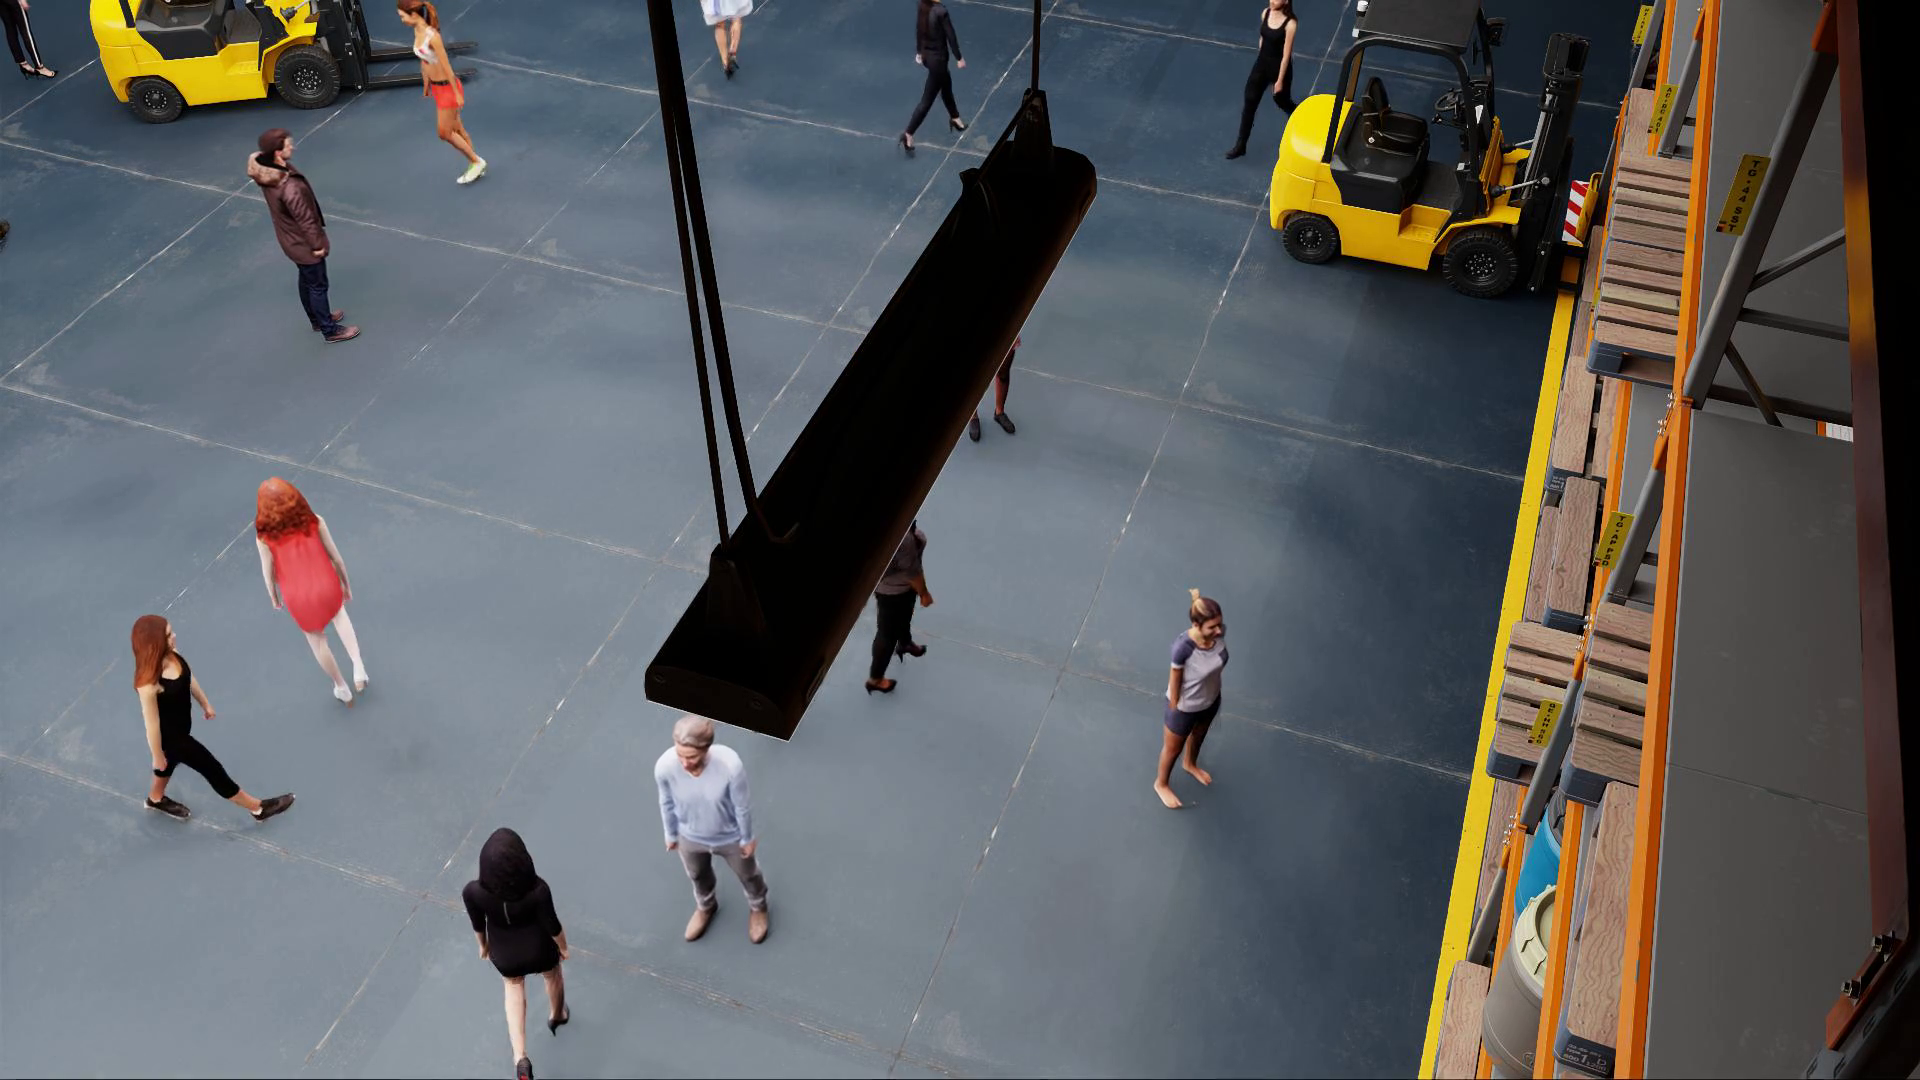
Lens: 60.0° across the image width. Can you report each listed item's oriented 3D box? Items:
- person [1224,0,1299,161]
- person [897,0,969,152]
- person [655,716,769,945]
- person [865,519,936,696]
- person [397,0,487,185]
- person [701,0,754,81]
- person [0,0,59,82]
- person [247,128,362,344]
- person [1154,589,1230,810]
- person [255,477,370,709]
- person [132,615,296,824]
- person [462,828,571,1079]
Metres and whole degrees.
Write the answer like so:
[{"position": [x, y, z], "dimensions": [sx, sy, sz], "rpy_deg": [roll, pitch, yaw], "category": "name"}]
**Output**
[{"position": [2.956, -4.337, 15.347], "dimensions": [1.233, 1.646, 1.016], "rpy_deg": [-28, 50, -26], "category": "person"}, {"position": [-0.292, -4.369, 15.360], "dimensions": [1.141, 1.676, 0.995], "rpy_deg": [-25, 49, -24], "category": "person"}, {"position": [-1.337, 1.553, 8.992], "dimensions": [0.724, 1.885, 0.700], "rpy_deg": [2, 44, 2], "category": "person"}, {"position": [-0.511, 0.332, 10.322], "dimensions": [0.952, 1.818, 0.874], "rpy_deg": [-26, 49, -25], "category": "person"}, {"position": [-4.558, -4.067, 14.981], "dimensions": [0.789, 1.760, 0.768], "rpy_deg": [-34, 53, -30], "category": "person"}, {"position": [-2.346, -5.337, 16.285], "dimensions": [0.761, 1.801, 0.864], "rpy_deg": [4, 44, 5], "category": "person"}, {"position": [-9.392, -5.346, 16.363], "dimensions": [0.592, 1.706, 0.509], "rpy_deg": [15, 46, 15], "category": "person"}, {"position": [-5.226, -2.408, 13.179], "dimensions": [0.883, 1.845, 0.873], "rpy_deg": [-29, 51, -27], "category": "person"}, {"position": [1.371, 0.925, 9.839], "dimensions": [0.620, 1.625, 0.719], "rpy_deg": [-28, 50, -27], "category": "person"}, {"position": [-3.959, 0.395, 10.260], "dimensions": [0.712, 1.813, 0.793], "rpy_deg": [-28, 50, -26], "category": "person"}, {"position": [-4.633, 1.098, 9.616], "dimensions": [1.007, 1.683, 1.177], "rpy_deg": [0, 44, 0], "category": "person"}, {"position": [-2.227, 2.153, 8.435], "dimensions": [0.814, 1.784, 0.983], "rpy_deg": [-2, 44, -2], "category": "person"}]
